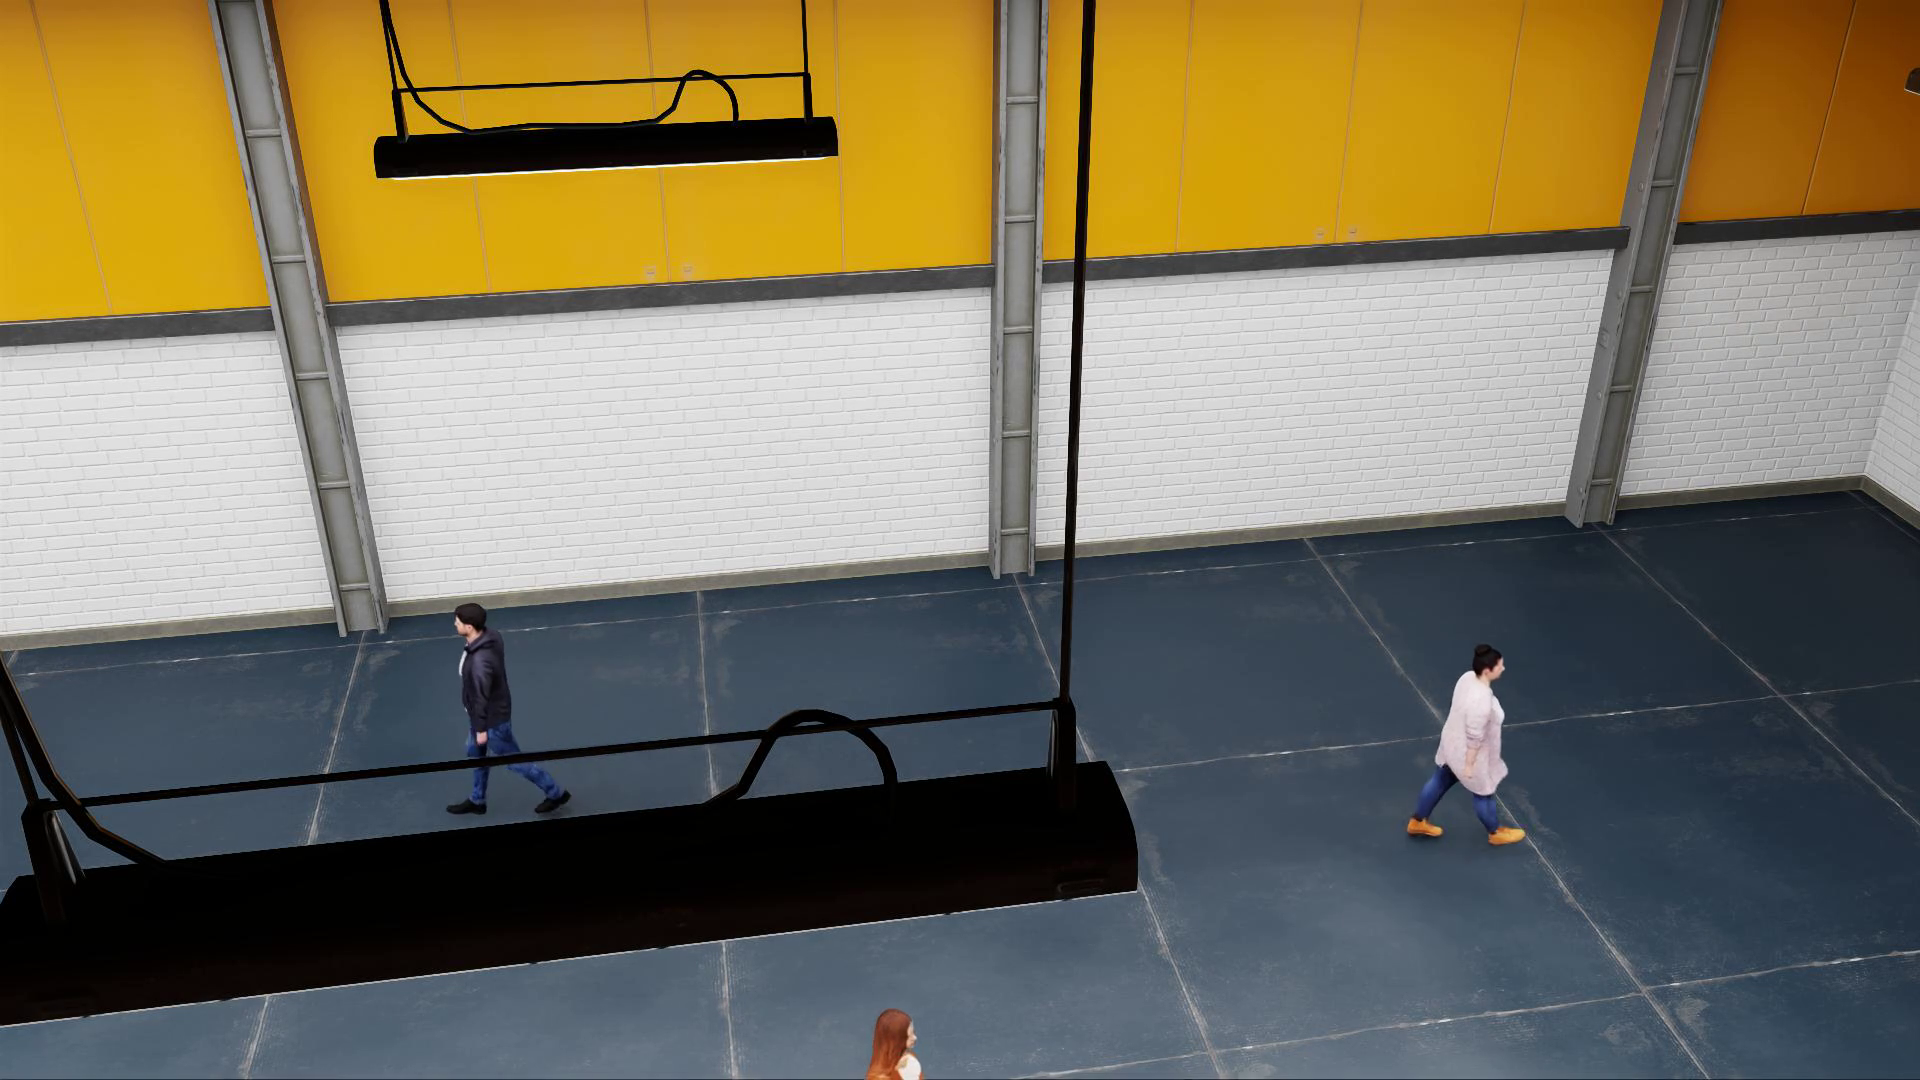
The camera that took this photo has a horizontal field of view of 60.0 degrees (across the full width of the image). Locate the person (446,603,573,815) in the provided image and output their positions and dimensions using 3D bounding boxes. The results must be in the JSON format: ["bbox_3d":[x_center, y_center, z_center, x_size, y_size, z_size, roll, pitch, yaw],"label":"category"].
[{"bbox_3d":[-3.352,1.293,12.252,1.163,1.853,0.696,-4,29,-7],"label":"person"}]

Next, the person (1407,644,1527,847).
[{"bbox_3d":[3.589,1.504,12.026,1.138,1.699,0.854,1,29,2],"label":"person"}]

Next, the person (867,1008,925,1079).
[{"bbox_3d":[-0.375,3.174,8.942,0.665,1.721,0.689,4,29,7],"label":"person"}]
